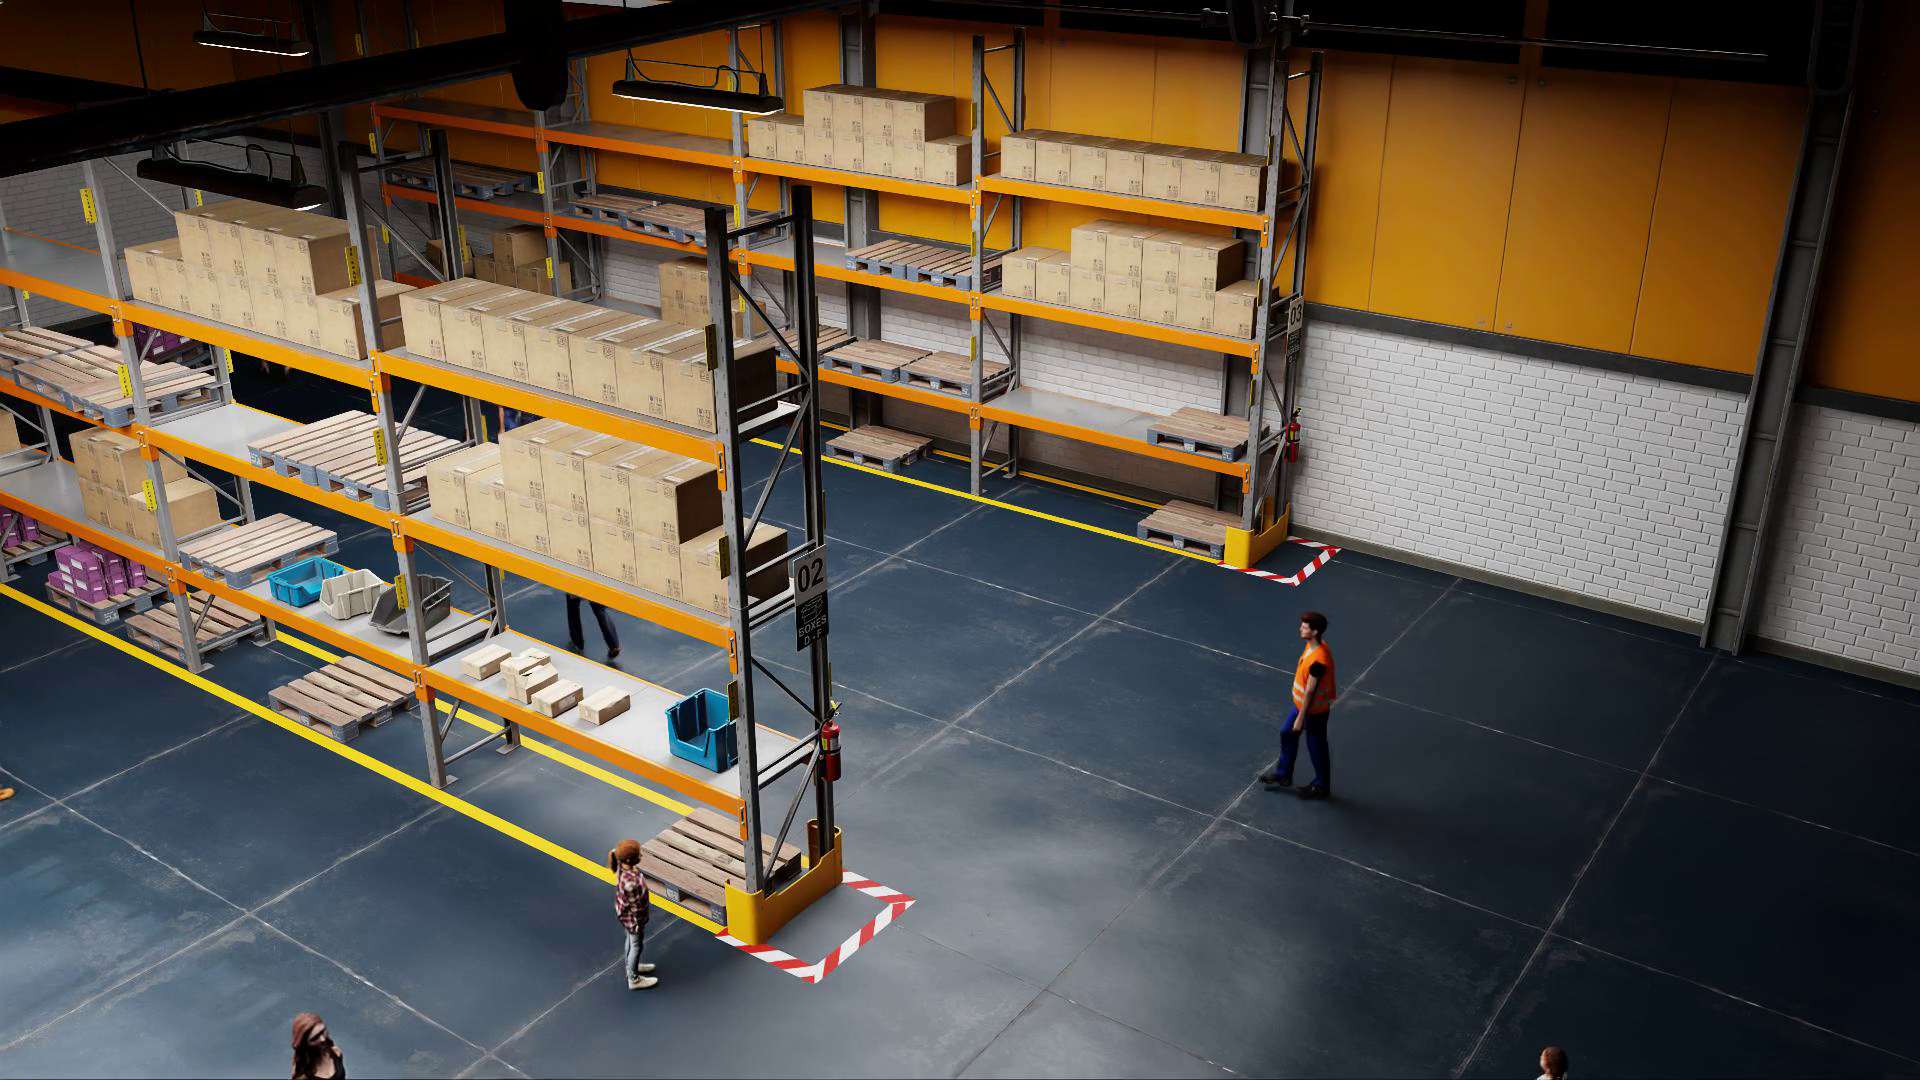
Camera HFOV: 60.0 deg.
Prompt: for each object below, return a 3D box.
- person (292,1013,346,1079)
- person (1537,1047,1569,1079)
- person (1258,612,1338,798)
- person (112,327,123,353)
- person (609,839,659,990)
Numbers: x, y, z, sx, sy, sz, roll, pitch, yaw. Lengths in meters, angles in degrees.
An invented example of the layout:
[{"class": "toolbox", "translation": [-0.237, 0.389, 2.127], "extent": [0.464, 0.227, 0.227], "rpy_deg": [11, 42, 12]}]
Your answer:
[{"class": "person", "translation": [-3.986, 3.696, 10.464], "extent": [0.613, 1.748, 0.631], "rpy_deg": [8, 25, 17]}, {"class": "person", "translation": [3.939, 3.828, 11.082], "extent": [0.497, 1.012, 0.530], "rpy_deg": [-13, 27, -28]}, {"class": "person", "translation": [3.319, 1.535, 15.263], "extent": [1.038, 1.865, 0.952], "rpy_deg": [-1, 24, -2]}, {"class": "person", "translation": [-12.221, -2.289, 24.269], "extent": [1.006, 1.659, 1.071], "rpy_deg": [-10, 25, -21]}, {"class": "person", "translation": [-2.546, 2.875, 12.895], "extent": [0.668, 1.305, 0.589], "rpy_deg": [-8, 25, -19]}]
